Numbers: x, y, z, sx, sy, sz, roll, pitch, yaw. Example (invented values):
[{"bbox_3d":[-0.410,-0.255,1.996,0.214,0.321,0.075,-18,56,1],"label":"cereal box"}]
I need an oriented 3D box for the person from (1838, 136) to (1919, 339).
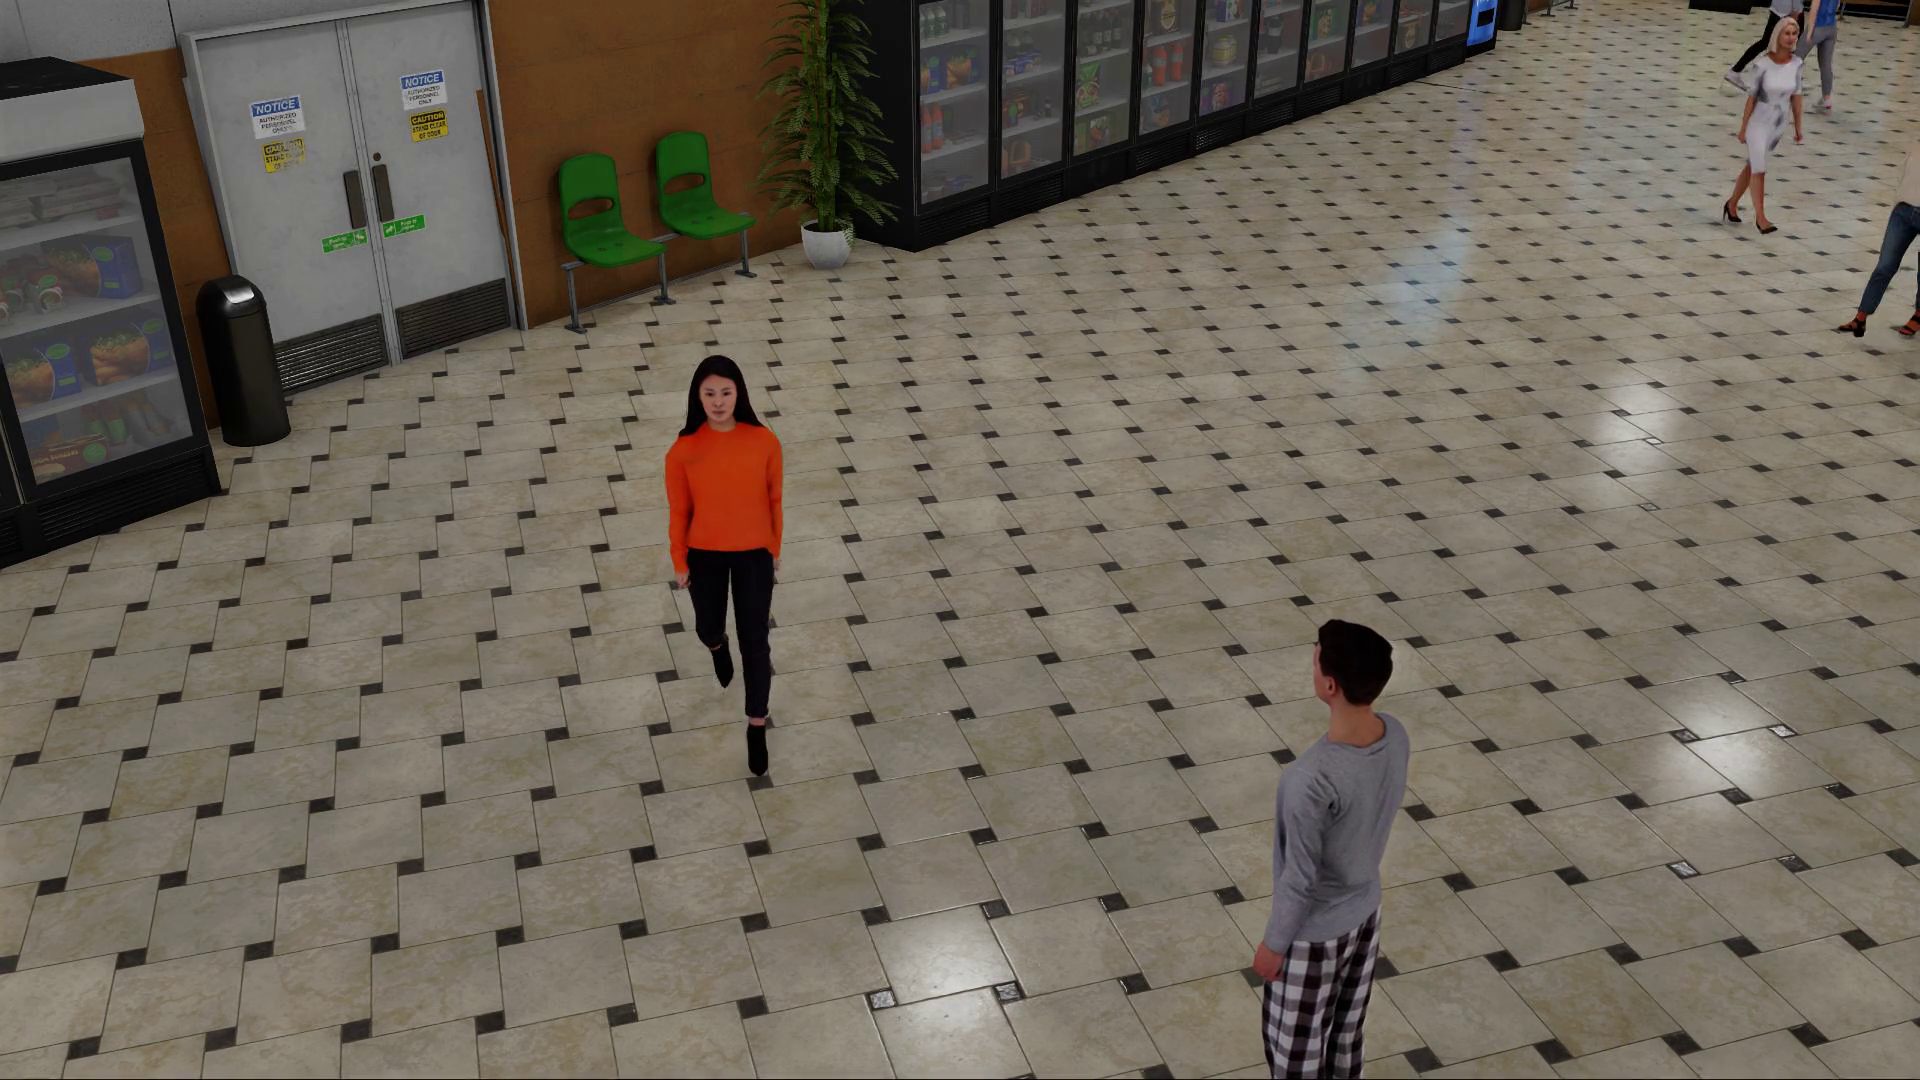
[{"bbox_3d":[6.583,-2.154,11.289,0.945,1.648,1.065,-14,30,-25],"label":"person"}]

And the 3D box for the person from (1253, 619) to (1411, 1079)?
[{"bbox_3d":[1.043,1.059,4.732,0.653,1.847,0.561,-24,35,-38],"label":"person"}]

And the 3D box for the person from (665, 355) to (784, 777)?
[{"bbox_3d":[-0.964,0.048,6.868,1.056,1.718,1.178,-5,27,-9],"label":"person"}]

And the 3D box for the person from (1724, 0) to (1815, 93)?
[{"bbox_3d":[9.038,-5.887,18.382,1.294,1.889,1.177,0,27,-1],"label":"person"}]

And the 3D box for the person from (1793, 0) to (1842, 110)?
[{"bbox_3d":[9.223,-5.379,17.736,0.977,1.567,1.129,-7,28,-13],"label":"person"}]

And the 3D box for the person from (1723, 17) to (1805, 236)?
[{"bbox_3d":[6.575,-3.398,13.678,0.980,1.705,1.117,-6,27,-11],"label":"person"}]
